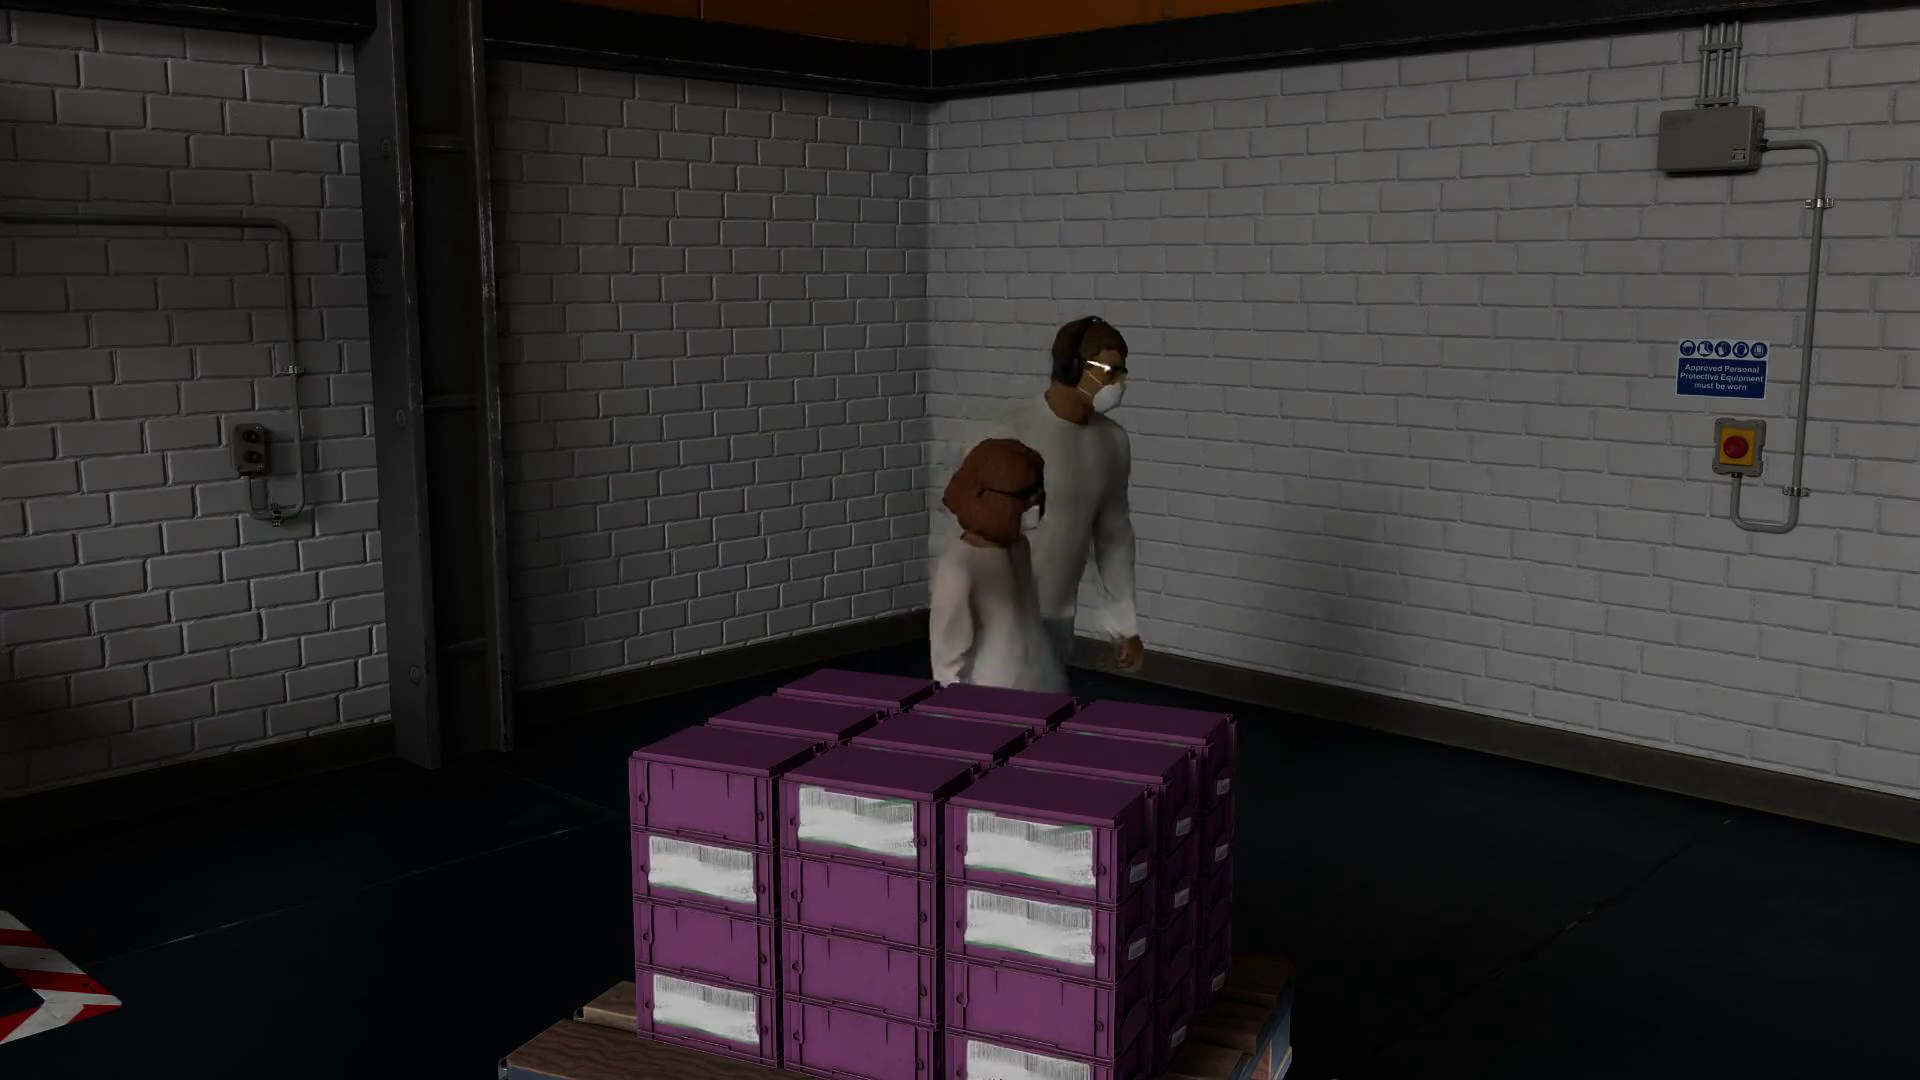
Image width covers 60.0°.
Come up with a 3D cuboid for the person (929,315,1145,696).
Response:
[{"bbox_3d":[0.266,0.255,5.154,0.887,1.873,0.640,8,12,41],"label":"person"}]

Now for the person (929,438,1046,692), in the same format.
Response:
[{"bbox_3d":[-0.015,0.506,4.481,0.734,1.598,0.537,4,10,22],"label":"person"}]
